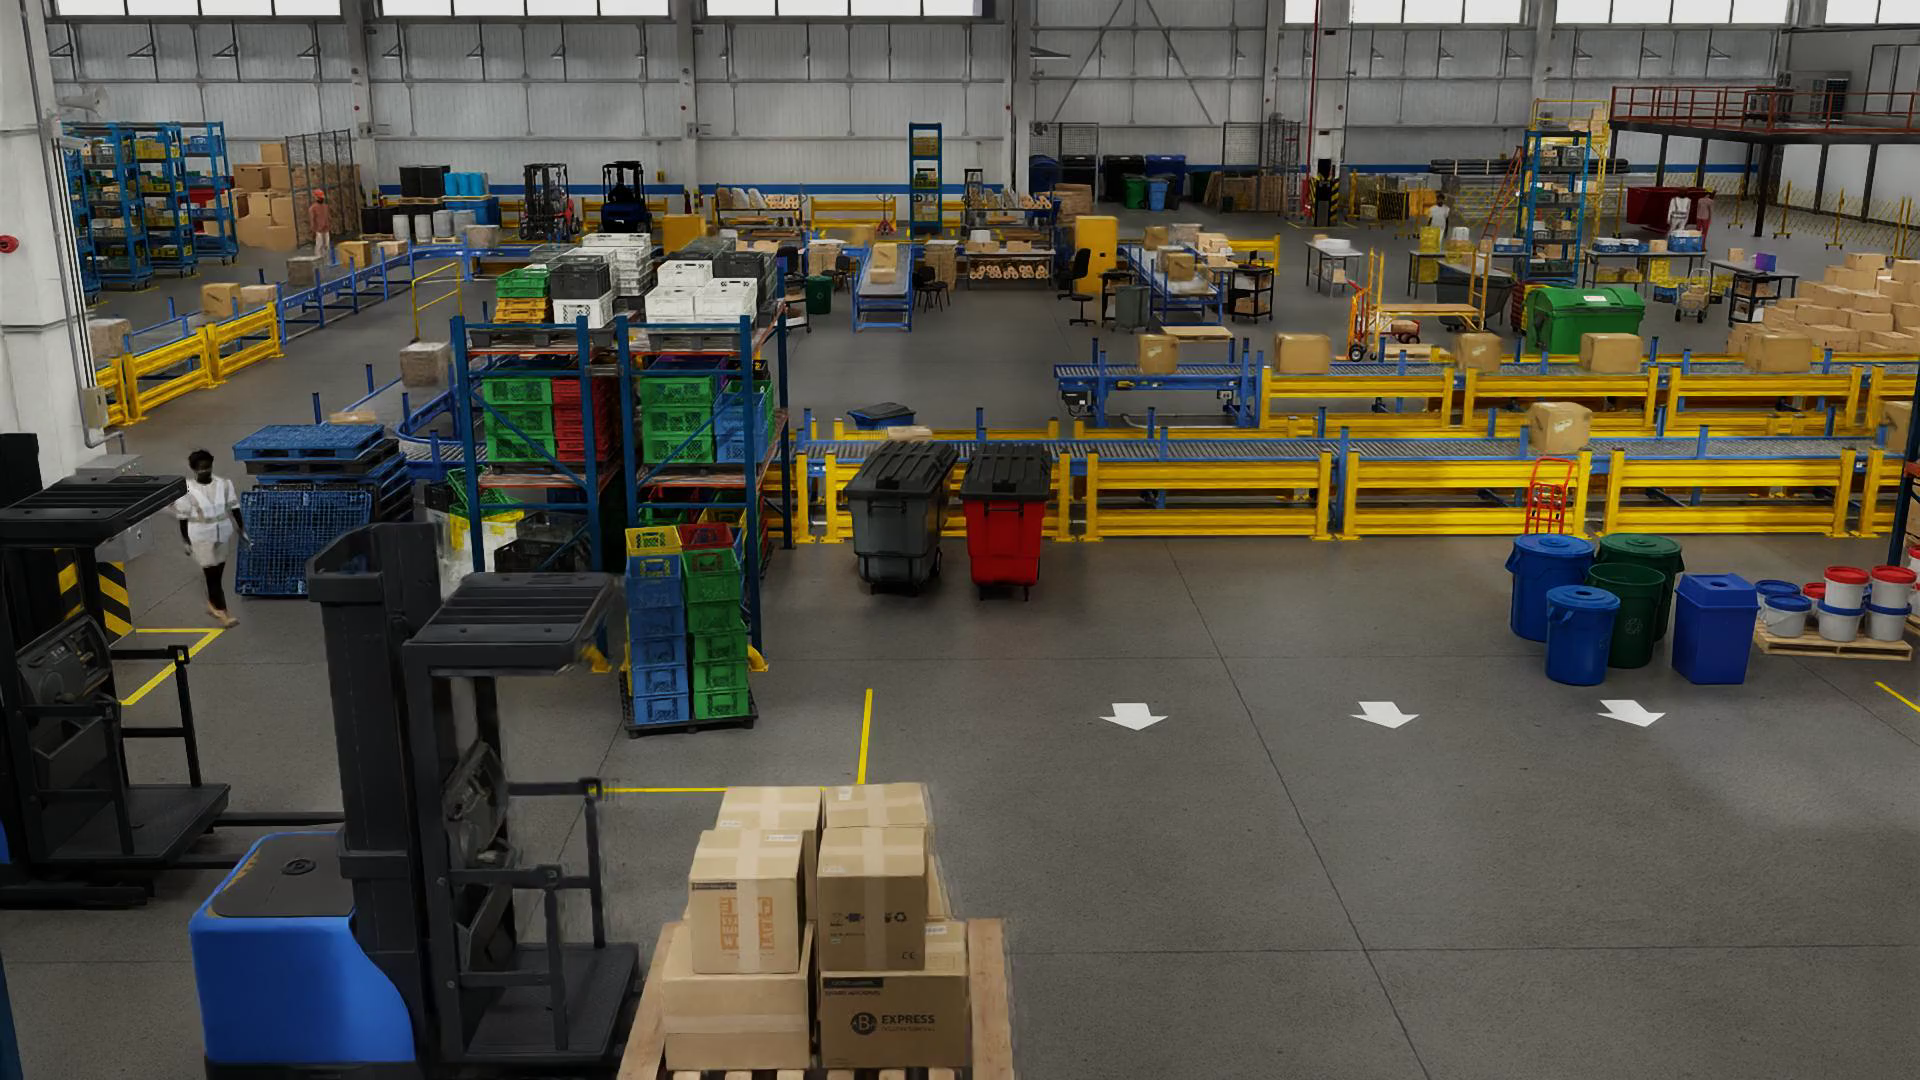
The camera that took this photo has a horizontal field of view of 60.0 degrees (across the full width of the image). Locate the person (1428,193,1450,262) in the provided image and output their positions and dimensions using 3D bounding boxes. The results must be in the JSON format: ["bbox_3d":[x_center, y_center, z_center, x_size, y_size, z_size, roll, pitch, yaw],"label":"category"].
[{"bbox_3d":[12.210,-7.913,42.425,0.508,1.855,0.526,4,17,14],"label":"person"}]

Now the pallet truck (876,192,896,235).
[{"bbox_3d":[-2.277,-9.986,50.594,0.653,1.274,1.630,0,16,-1],"label":"pallet truck"}]

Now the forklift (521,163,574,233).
[{"bbox_3d":[-12.233,-10.122,49.298,1.157,1.987,2.680,0,16,-1],"label":"forklift"}]

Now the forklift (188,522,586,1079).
[{"bbox_3d":[-2.811,1.360,8.348,1.873,2.768,1.129,0,16,-1],"label":"forklift"}]

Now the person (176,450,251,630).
[{"bbox_3d":[-6.842,-0.012,15.285,0.862,1.644,0.547,13,21,39],"label":"person"}]

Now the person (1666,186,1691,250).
[{"bbox_3d":[19.345,-8.620,44.857,0.575,1.862,0.728,0,16,0],"label":"person"}]

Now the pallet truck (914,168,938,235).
[{"bbox_3d":[-0.989,-10.316,50.507,0.823,1.965,1.885,1,16,3],"label":"pallet truck"}]

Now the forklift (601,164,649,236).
[{"bbox_3d":[-9.948,-10.127,49.296,1.157,1.987,2.680,-1,16,-3],"label":"forklift"}]

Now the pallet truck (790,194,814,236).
[{"bbox_3d":[-4.814,-9.883,50.259,0.704,1.261,1.522,-1,16,-3],"label":"pallet truck"}]

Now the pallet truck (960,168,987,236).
[{"bbox_3d":[0.383,-10.230,50.206,0.823,1.965,1.885,-1,16,-3],"label":"pallet truck"}]

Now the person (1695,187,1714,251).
[{"bbox_3d":[20.498,-8.832,45.779,0.342,1.759,0.523,-9,18,-27],"label":"person"}]

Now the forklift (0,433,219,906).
[{"bbox_3d":[-5.952,0.780,10.366,1.873,2.768,1.129,0,16,-1],"label":"forklift"}]

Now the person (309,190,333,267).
[{"bbox_3d":[-15.930,-7.736,41.542,0.396,1.992,0.619,7,17,23],"label":"person"}]

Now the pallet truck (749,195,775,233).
[{"bbox_3d":[-6.051,-9.967,50.660,0.680,1.201,1.601,0,16,-1],"label":"pallet truck"}]
